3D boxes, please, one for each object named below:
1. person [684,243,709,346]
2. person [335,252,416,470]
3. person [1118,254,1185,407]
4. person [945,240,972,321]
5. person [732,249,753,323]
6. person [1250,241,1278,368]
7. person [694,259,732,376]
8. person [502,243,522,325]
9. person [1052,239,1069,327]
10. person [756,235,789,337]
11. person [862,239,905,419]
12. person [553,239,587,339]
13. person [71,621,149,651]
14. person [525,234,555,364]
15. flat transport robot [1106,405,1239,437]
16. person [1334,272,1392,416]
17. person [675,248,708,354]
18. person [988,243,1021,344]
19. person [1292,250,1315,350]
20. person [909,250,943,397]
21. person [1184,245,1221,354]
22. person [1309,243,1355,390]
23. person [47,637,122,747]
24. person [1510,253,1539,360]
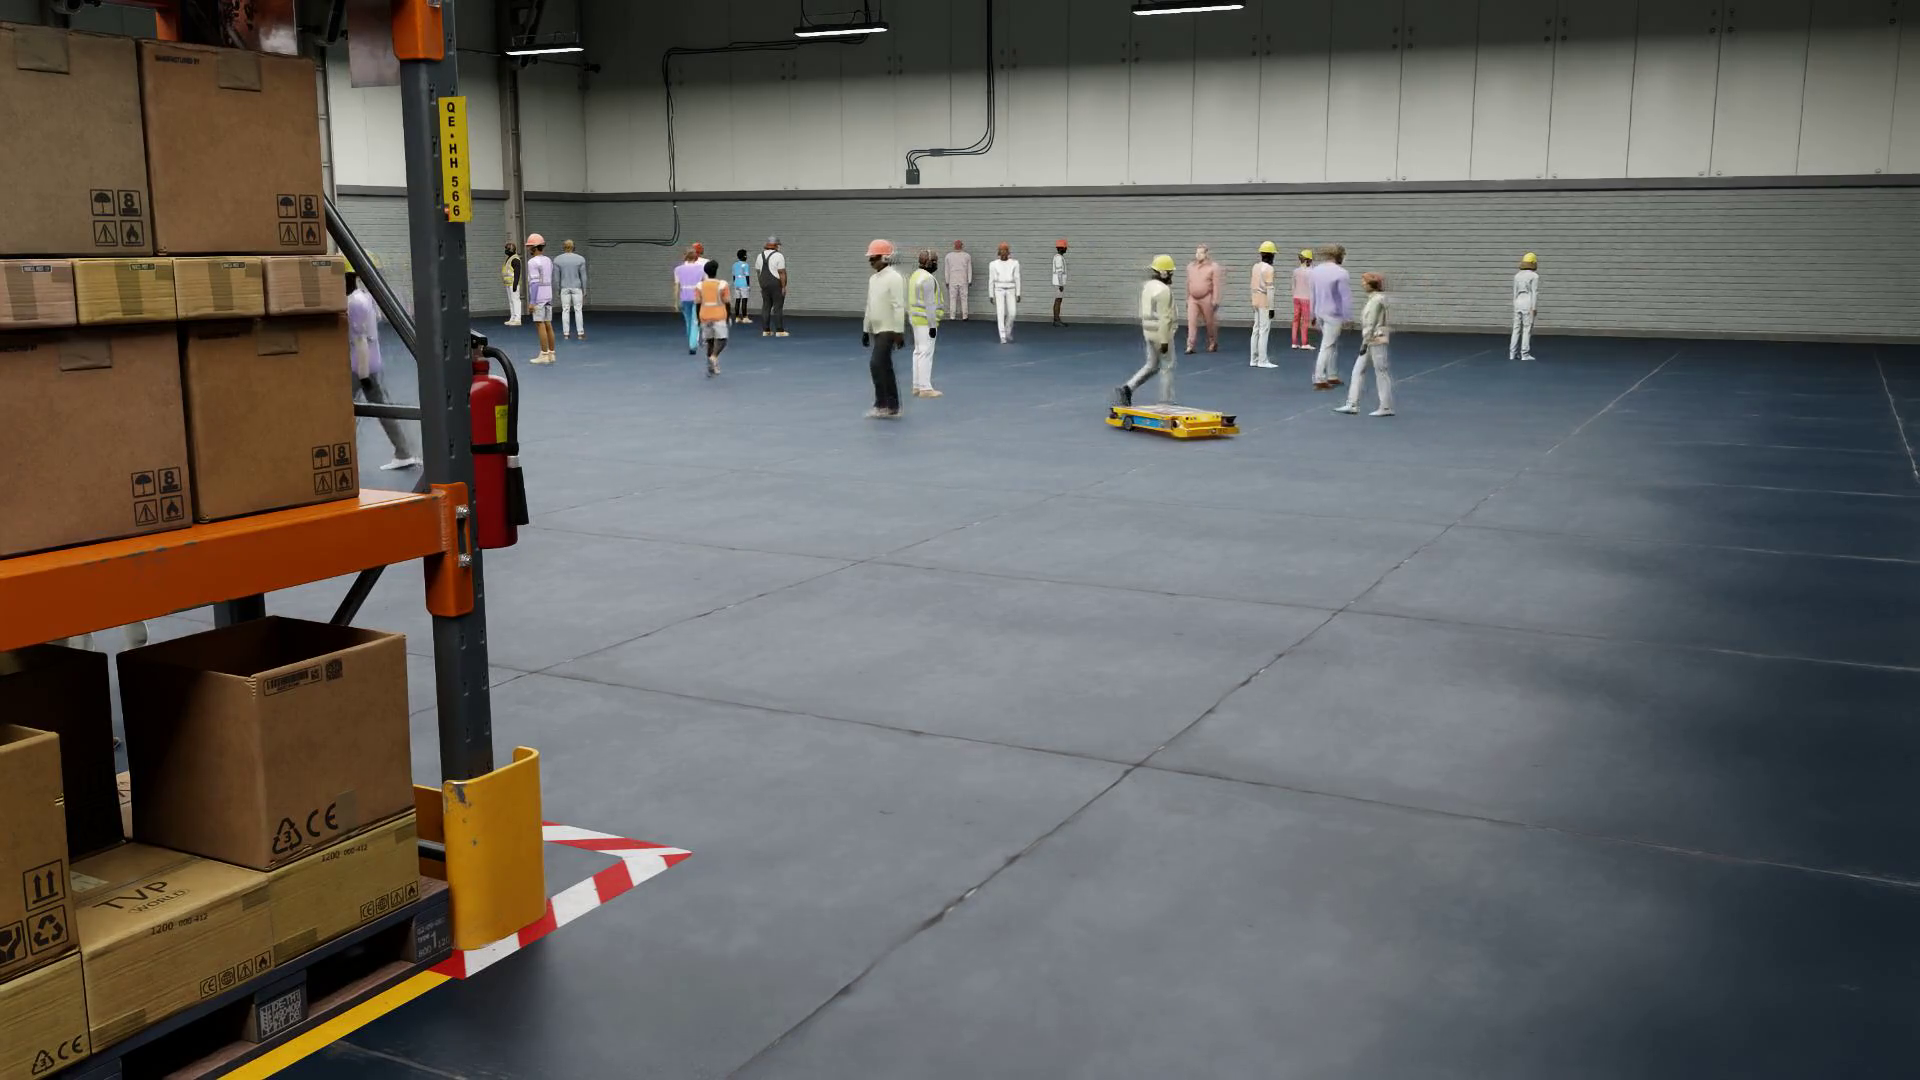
[{"bbox_3d":[-4.813,-4.523,30.633,0.585,1.882,0.344,-8,13,-35],"label":"person"},{"bbox_3d":[-5.166,-1.502,14.184,0.984,1.875,0.609,-2,11,-12],"label":"person"},{"bbox_3d":[2.217,-2.348,18.977,0.728,1.807,0.600,-3,11,-17],"label":"person"},{"bbox_3d":[-0.031,-6.105,39.204,0.641,1.908,0.407,1,10,3],"label":"person"},{"bbox_3d":[-5.031,-5.846,38.354,0.535,1.699,0.322,10,14,43],"label":"person"},{"bbox_3d":[4.671,-3.599,25.479,0.378,1.924,0.595,-3,11,-16],"label":"person"},{"bbox_3d":[-3.550,-3.176,23.821,0.542,1.682,0.625,2,11,12],"label":"person"},{"bbox_3d":[-10.103,-5.763,37.513,0.429,1.844,0.627,-6,12,-29],"label":"person"},{"bbox_3d":[2.231,-5.700,36.905,0.360,1.939,0.543,0,10,-2],"label":"person"},{"bbox_3d":[-3.725,-5.109,33.402,0.687,2.000,0.535,7,13,34],"label":"person"},{"bbox_3d":[-0.924,-2.308,18.311,0.681,1.968,0.647,-6,12,-29],"label":"person"},{"bbox_3d":[-7.581,-4.880,32.432,0.632,1.940,0.372,-1,10,-4],"label":"person"},{"bbox_3d":[-4.040,-0.205,7.774,0.497,1.633,0.284,-2,11,-8],"label":"person"},{"bbox_3d":[-6.632,-3.789,26.197,0.395,2.044,0.609,3,11,14],"label":"person"},{"bbox_3d":[2.174,-1.242,17.144,0.652,0.197,1.431,-6,12,-29],"label":"flat transport robot"},{"bbox_3d":[4.533,-2.181,18.599,0.726,1.605,0.525,1,10,3],"label":"person"},{"bbox_3d":[-4.595,-4.098,28.557,0.583,1.802,0.957,0,10,1],"label":"person"},{"bbox_3d":[0.834,-4.613,31.143,0.617,1.876,0.406,-1,10,-6],"label":"person"},{"bbox_3d":[6.115,-4.263,29.560,0.320,1.762,0.522,-6,12,-29],"label":"person"},{"bbox_3d":[-0.422,-2.719,20.943,0.429,1.835,0.630,-3,11,-17],"label":"person"},{"bbox_3d":[4.186,-4.136,28.575,0.653,1.871,0.959,6,12,31],"label":"person"},{"bbox_3d":[4.953,-2.914,21.773,0.780,1.914,0.666,-5,12,-25],"label":"person"},{"bbox_3d":[-3.517,-0.060,6.356,0.329,1.865,0.511,2,11,11],"label":"person"},{"bbox_3d":[9.216,-3.790,27.054,0.329,1.735,0.487,-5,12,-27],"label":"person"}]
